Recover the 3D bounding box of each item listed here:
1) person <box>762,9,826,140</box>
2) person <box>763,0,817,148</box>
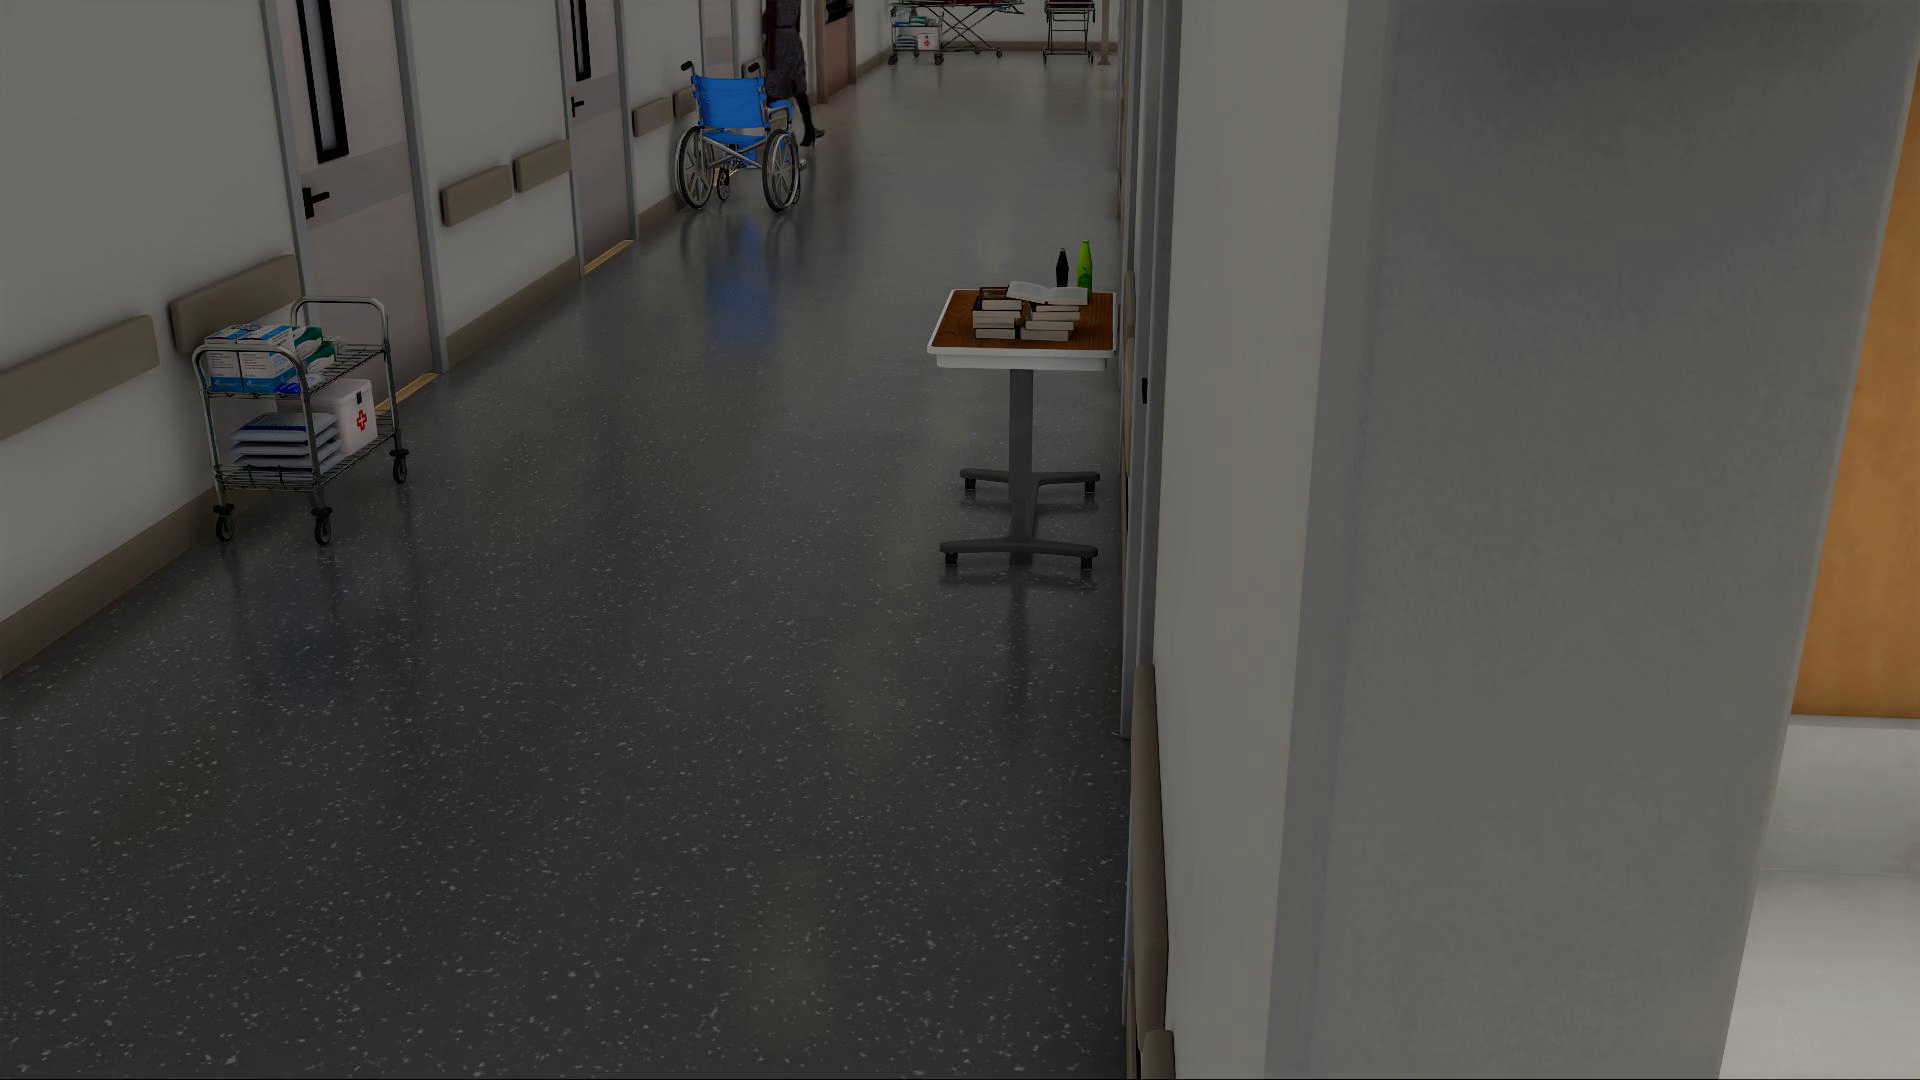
[{"bbox_3d":[-1.858,-4.723,16.699,0.861,1.455,0.978,9,22,22],"label":"person"},{"bbox_3d":[-1.630,-4.654,16.112,1.087,1.743,1.100,-19,28,-41],"label":"person"}]
